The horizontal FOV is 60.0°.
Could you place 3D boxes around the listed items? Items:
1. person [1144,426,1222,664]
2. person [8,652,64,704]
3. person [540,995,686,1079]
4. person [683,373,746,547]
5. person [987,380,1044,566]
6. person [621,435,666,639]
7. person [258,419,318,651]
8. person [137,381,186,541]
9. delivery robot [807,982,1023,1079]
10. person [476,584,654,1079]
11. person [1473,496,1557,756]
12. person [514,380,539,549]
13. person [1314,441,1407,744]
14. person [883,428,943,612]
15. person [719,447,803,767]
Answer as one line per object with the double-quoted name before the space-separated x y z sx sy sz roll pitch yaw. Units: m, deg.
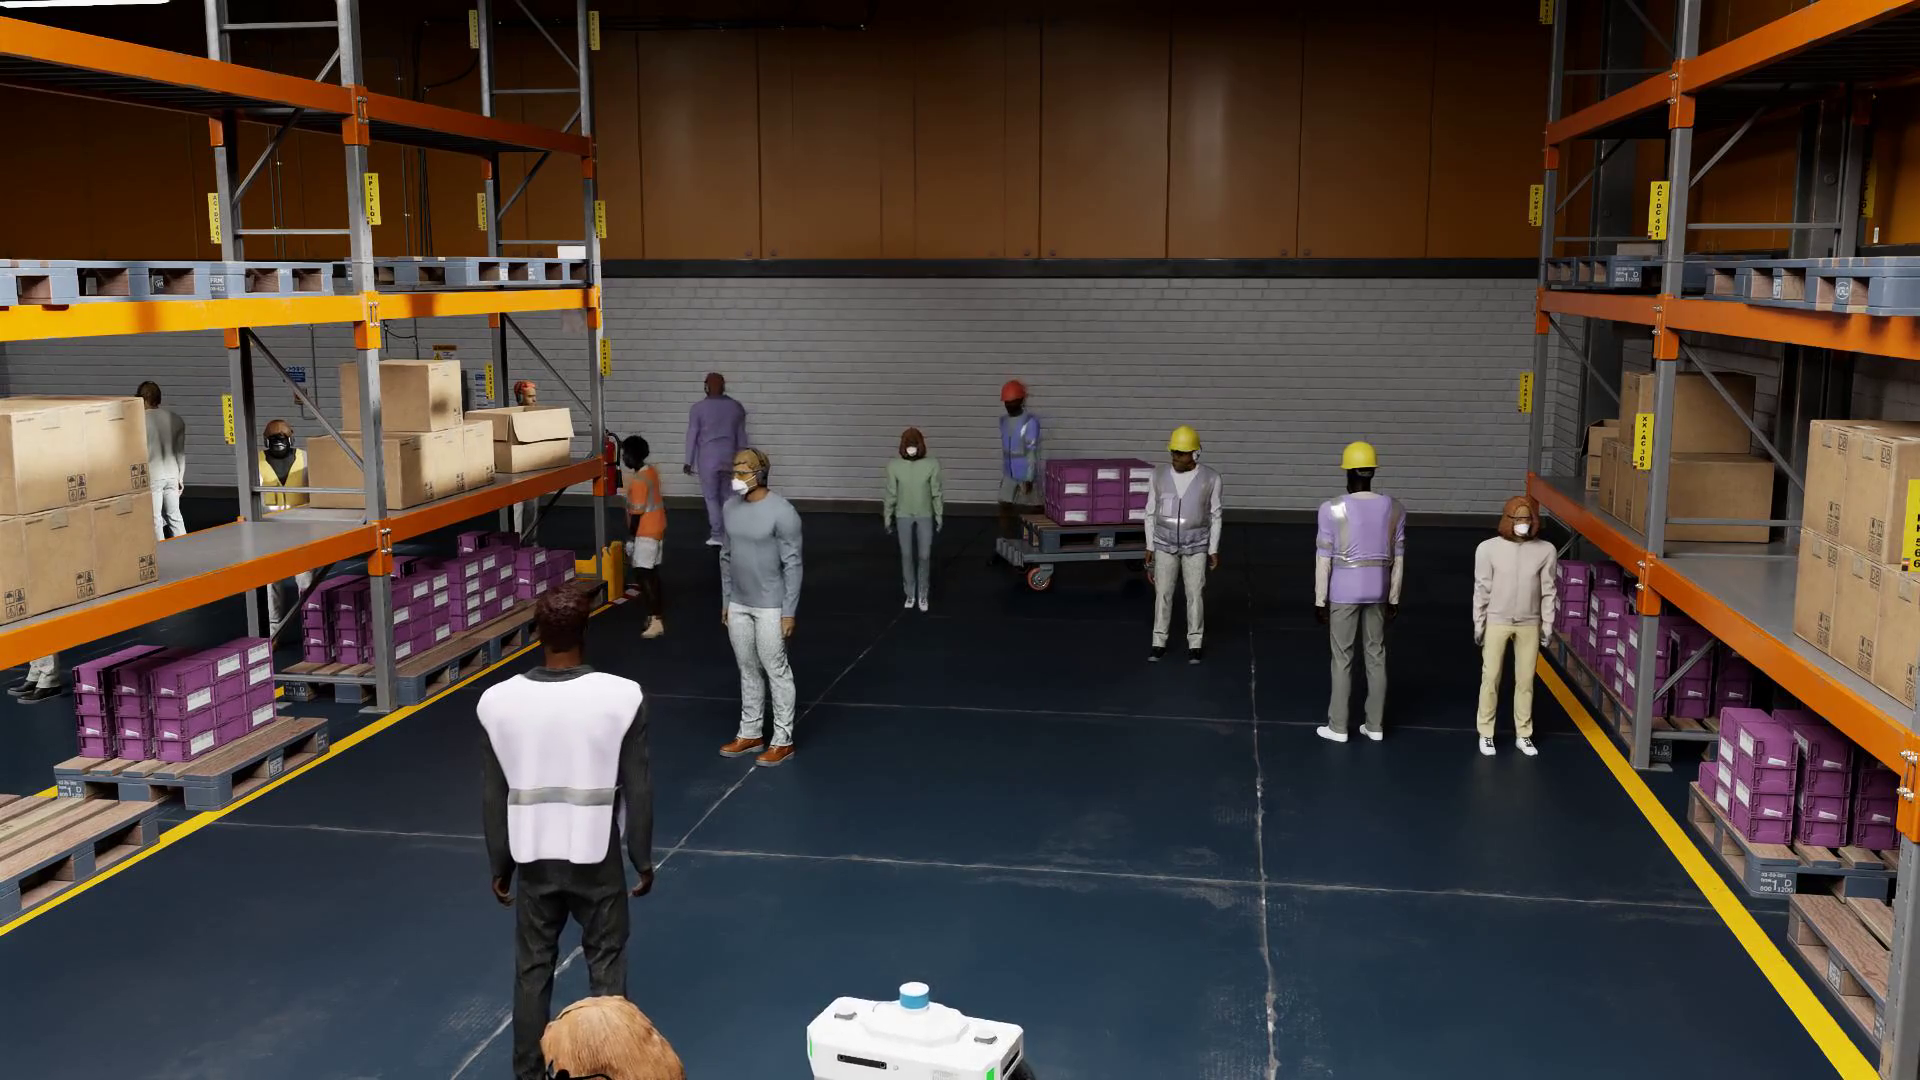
"person" 1.690 0.039 12.676 0.586 1.824 0.404 2 10 15
"person" -6.491 0.217 11.550 0.404 1.830 0.600 -7 12 -38
"person" -0.651 1.669 3.244 0.295 1.623 0.507 -1 9 -8
"person" -2.710 -0.878 18.135 0.653 1.891 0.621 -7 12 -38
"person" 0.657 -0.697 17.032 0.555 1.903 0.962 8 12 41
"person" -2.582 -0.037 13.635 0.316 1.671 0.619 1 9 3
"person" -5.313 -0.036 13.116 0.628 1.837 0.429 -4 10 -23
"person" -7.738 -0.558 16.006 0.373 1.940 0.630 4 10 25
"delivery robot" -0.158 1.758 5.685 0.707 0.478 0.477 3 10 20
"person" -1.375 1.109 5.843 0.590 1.907 0.413 0 9 1
"person" 3.412 0.531 10.258 0.496 1.625 0.280 1 9 5
"person" -4.443 -0.688 16.994 0.351 1.880 0.577 4 10 23
"person" 2.523 0.334 10.578 0.588 1.919 0.402 -2 9 -11
"person" -0.416 -0.168 14.596 0.519 1.610 0.624 0 9 3
"person" -1.223 0.404 10.089 0.638 1.939 0.391 8 12 39
